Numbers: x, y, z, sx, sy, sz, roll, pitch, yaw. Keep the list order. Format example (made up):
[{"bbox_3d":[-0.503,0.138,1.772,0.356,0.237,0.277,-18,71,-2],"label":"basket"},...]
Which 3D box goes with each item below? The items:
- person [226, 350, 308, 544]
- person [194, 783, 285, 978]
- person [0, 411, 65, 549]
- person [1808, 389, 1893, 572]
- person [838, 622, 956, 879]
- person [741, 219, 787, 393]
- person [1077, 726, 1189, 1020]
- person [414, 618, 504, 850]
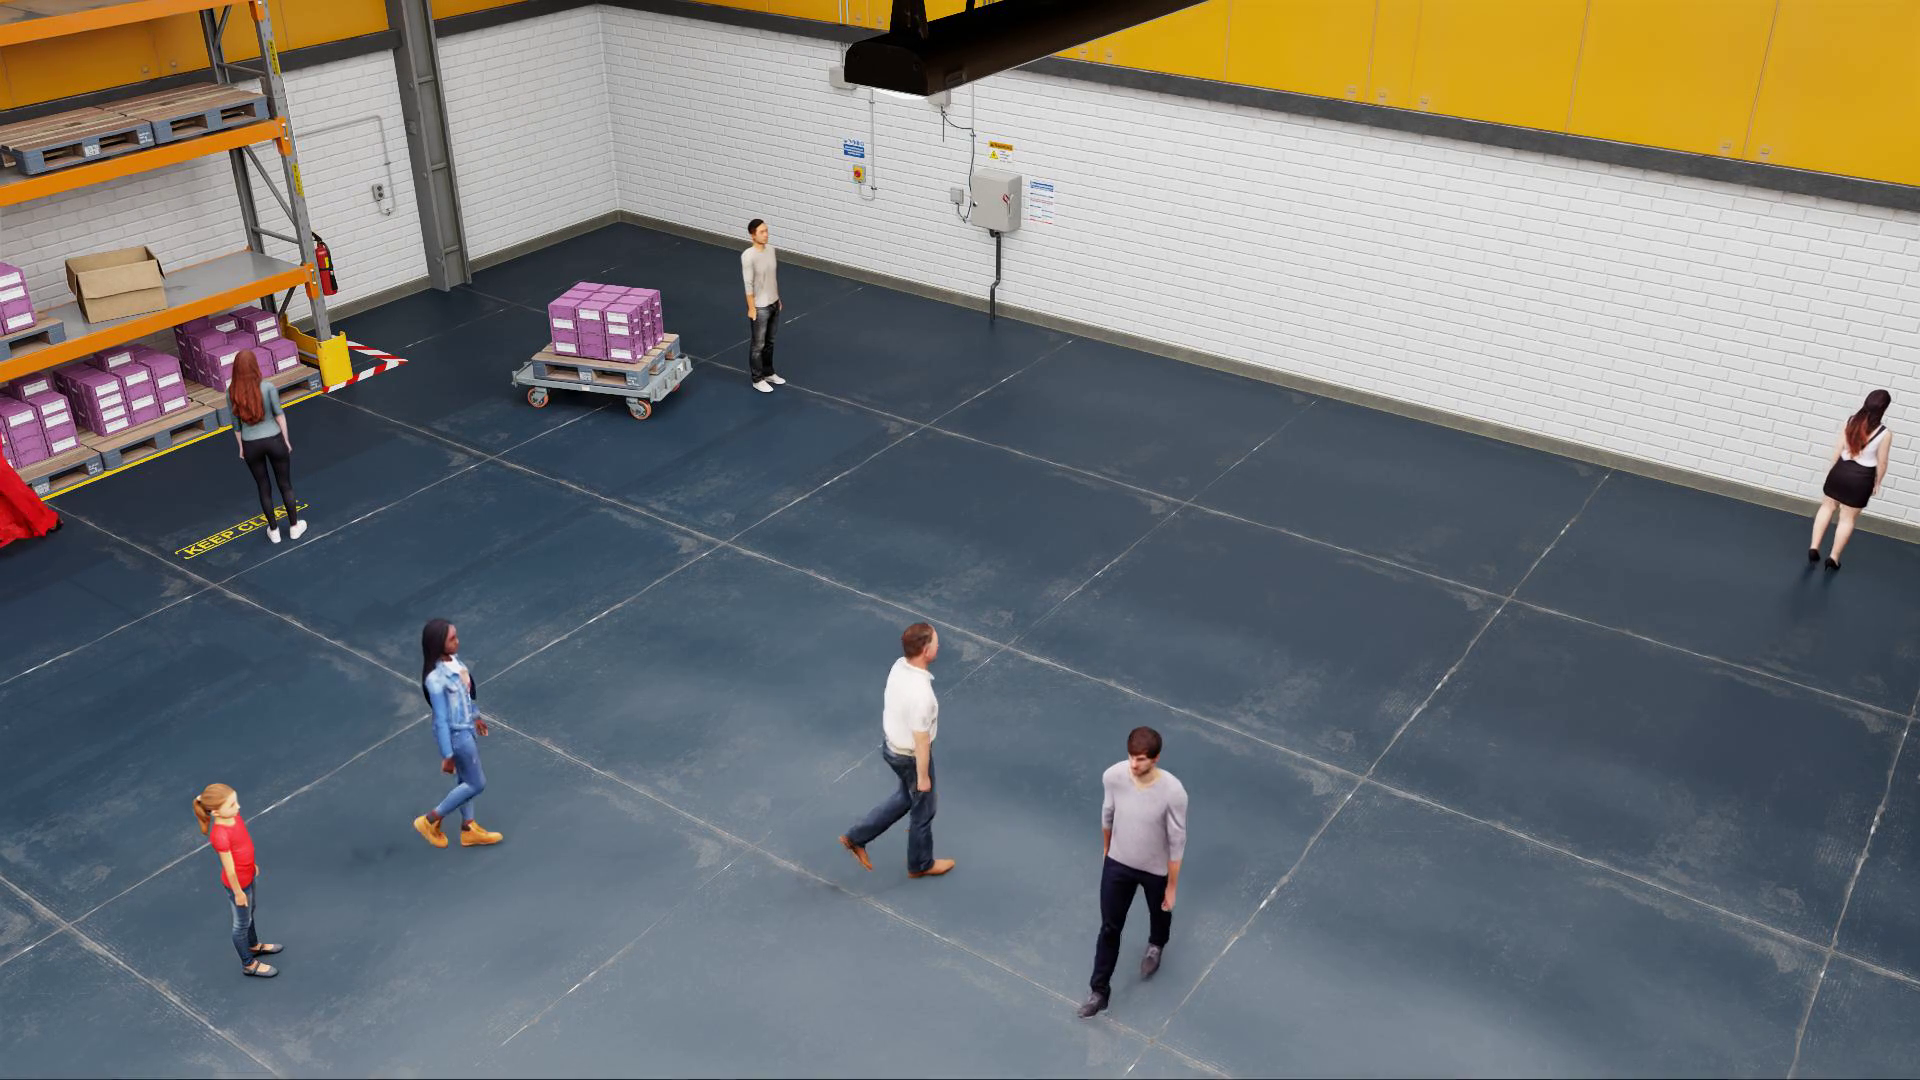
[{"bbox_3d":[-5.967,-0.803,14.263,0.647,1.742,0.721,-8,30,-14],"label":"person"},{"bbox_3d":[-4.195,1.953,9.662,0.632,1.310,0.571,-5,29,-8],"label":"person"},{"bbox_3d":[-8.220,-0.611,13.913,0.688,1.741,1.179,16,32,26],"label":"person"},{"bbox_3d":[7.369,-0.486,13.781,0.608,1.646,0.556,24,37,37],"label":"person"},{"bbox_3d":[-0.409,1.347,10.234,1.090,1.826,1.015,-5,29,-9],"label":"person"},{"bbox_3d":[-2.056,-2.447,17.203,0.721,1.812,0.506,15,32,26],"label":"person"},{"bbox_3d":[1.071,1.795,9.439,0.791,1.801,1.162,13,31,23],"label":"person"},{"bbox_3d":[-3.288,1.252,10.542,0.889,1.698,0.829,-4,29,-7],"label":"person"}]
